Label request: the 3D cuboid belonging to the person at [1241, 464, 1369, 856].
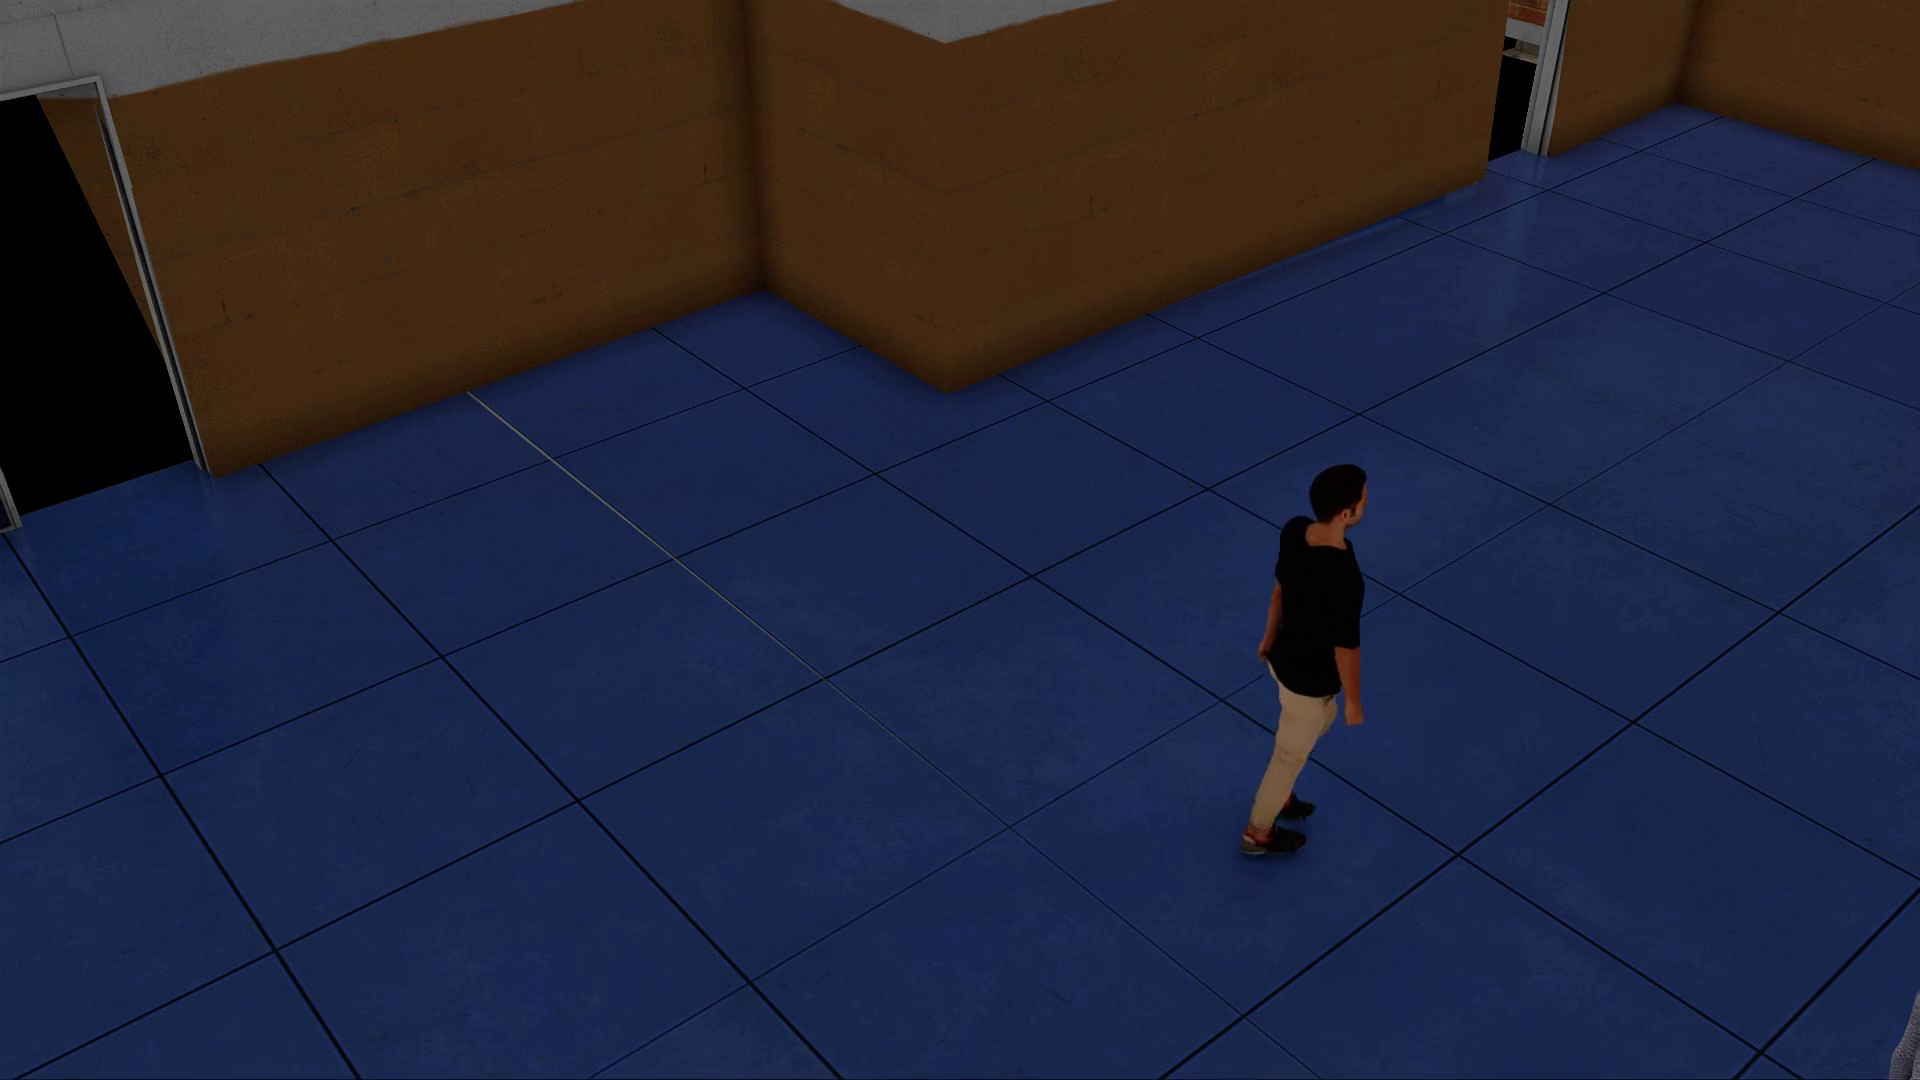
[{"bbox_3d":[1.264,0.523,6.462,0.835,1.842,0.731,-7,34,-10],"label":"person"}]
